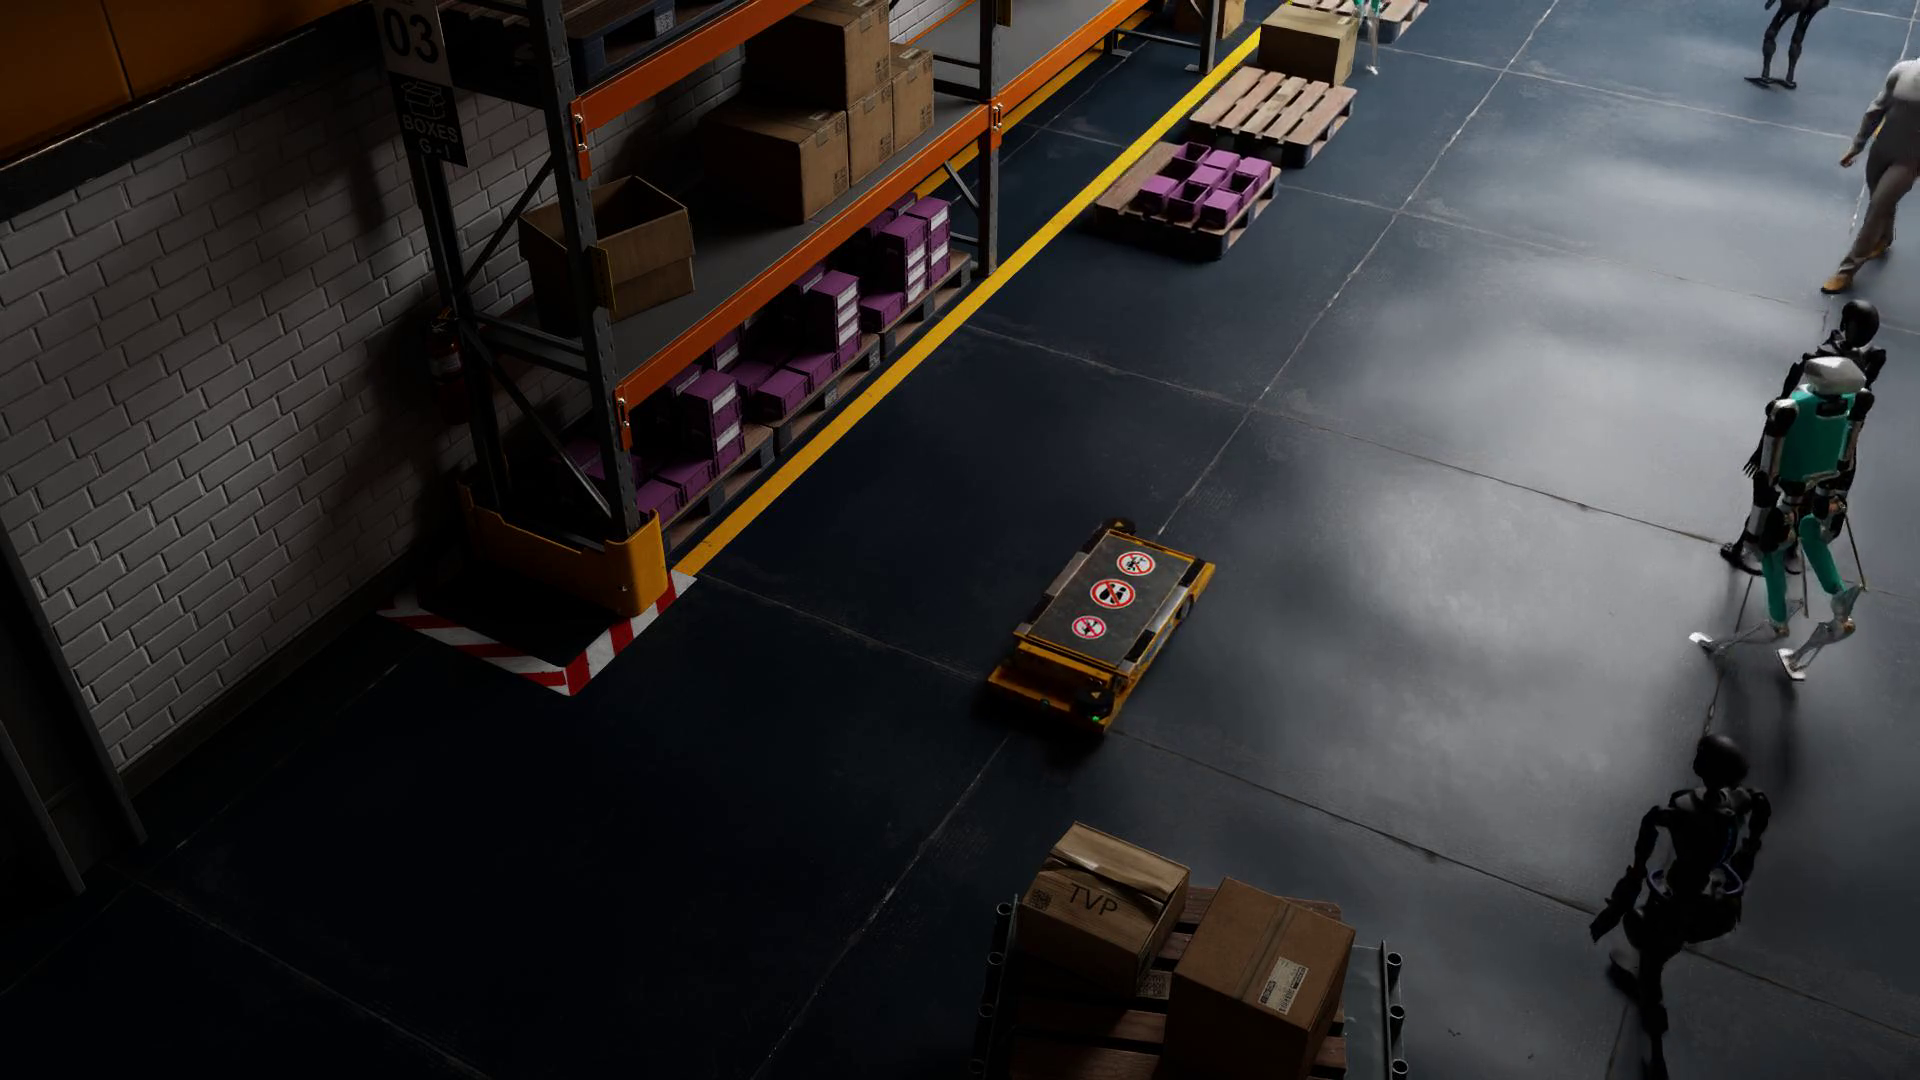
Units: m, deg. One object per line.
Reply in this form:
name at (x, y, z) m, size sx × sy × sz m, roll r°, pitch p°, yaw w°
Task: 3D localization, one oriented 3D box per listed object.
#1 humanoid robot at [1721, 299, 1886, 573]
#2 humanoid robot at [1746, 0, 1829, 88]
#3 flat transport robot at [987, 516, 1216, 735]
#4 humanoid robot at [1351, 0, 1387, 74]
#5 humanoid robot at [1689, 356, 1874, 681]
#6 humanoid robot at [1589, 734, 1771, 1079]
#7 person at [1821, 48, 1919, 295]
humanoid robot at (4.469, -0.542, 8.767) m, size 0.613 × 1.648 × 0.314 m, roll -8°, pitch 39°, yaw -10°
humanoid robot at (7.042, -4.588, 13.835) m, size 0.602 × 1.644 × 0.392 m, roll -14°, pitch 41°, yaw -17°
flat transport robot at (0.767, 0.412, 8.704) m, size 0.659 × 0.231 × 1.431 m, roll 19°, pitch 43°, yaw 23°
humanoid robot at (3.443, -4.770, 14.003) m, size 0.547 × 1.765 × 0.773 m, roll 14°, pitch 41°, yaw 16°
humanoid robot at (4.121, 0.045, 8.003) m, size 0.542 × 1.778 × 0.818 m, roll -10°, pitch 40°, yaw -12°
humanoid robot at (2.776, 1.401, 6.385) m, size 0.606 × 1.639 × 0.683 m, roll -8°, pitch 39°, yaw -10°
person at (6.379, -2.633, 11.245) m, size 0.964 × 1.855 × 0.547 m, roll -22°, pitch 44°, yaw -25°
